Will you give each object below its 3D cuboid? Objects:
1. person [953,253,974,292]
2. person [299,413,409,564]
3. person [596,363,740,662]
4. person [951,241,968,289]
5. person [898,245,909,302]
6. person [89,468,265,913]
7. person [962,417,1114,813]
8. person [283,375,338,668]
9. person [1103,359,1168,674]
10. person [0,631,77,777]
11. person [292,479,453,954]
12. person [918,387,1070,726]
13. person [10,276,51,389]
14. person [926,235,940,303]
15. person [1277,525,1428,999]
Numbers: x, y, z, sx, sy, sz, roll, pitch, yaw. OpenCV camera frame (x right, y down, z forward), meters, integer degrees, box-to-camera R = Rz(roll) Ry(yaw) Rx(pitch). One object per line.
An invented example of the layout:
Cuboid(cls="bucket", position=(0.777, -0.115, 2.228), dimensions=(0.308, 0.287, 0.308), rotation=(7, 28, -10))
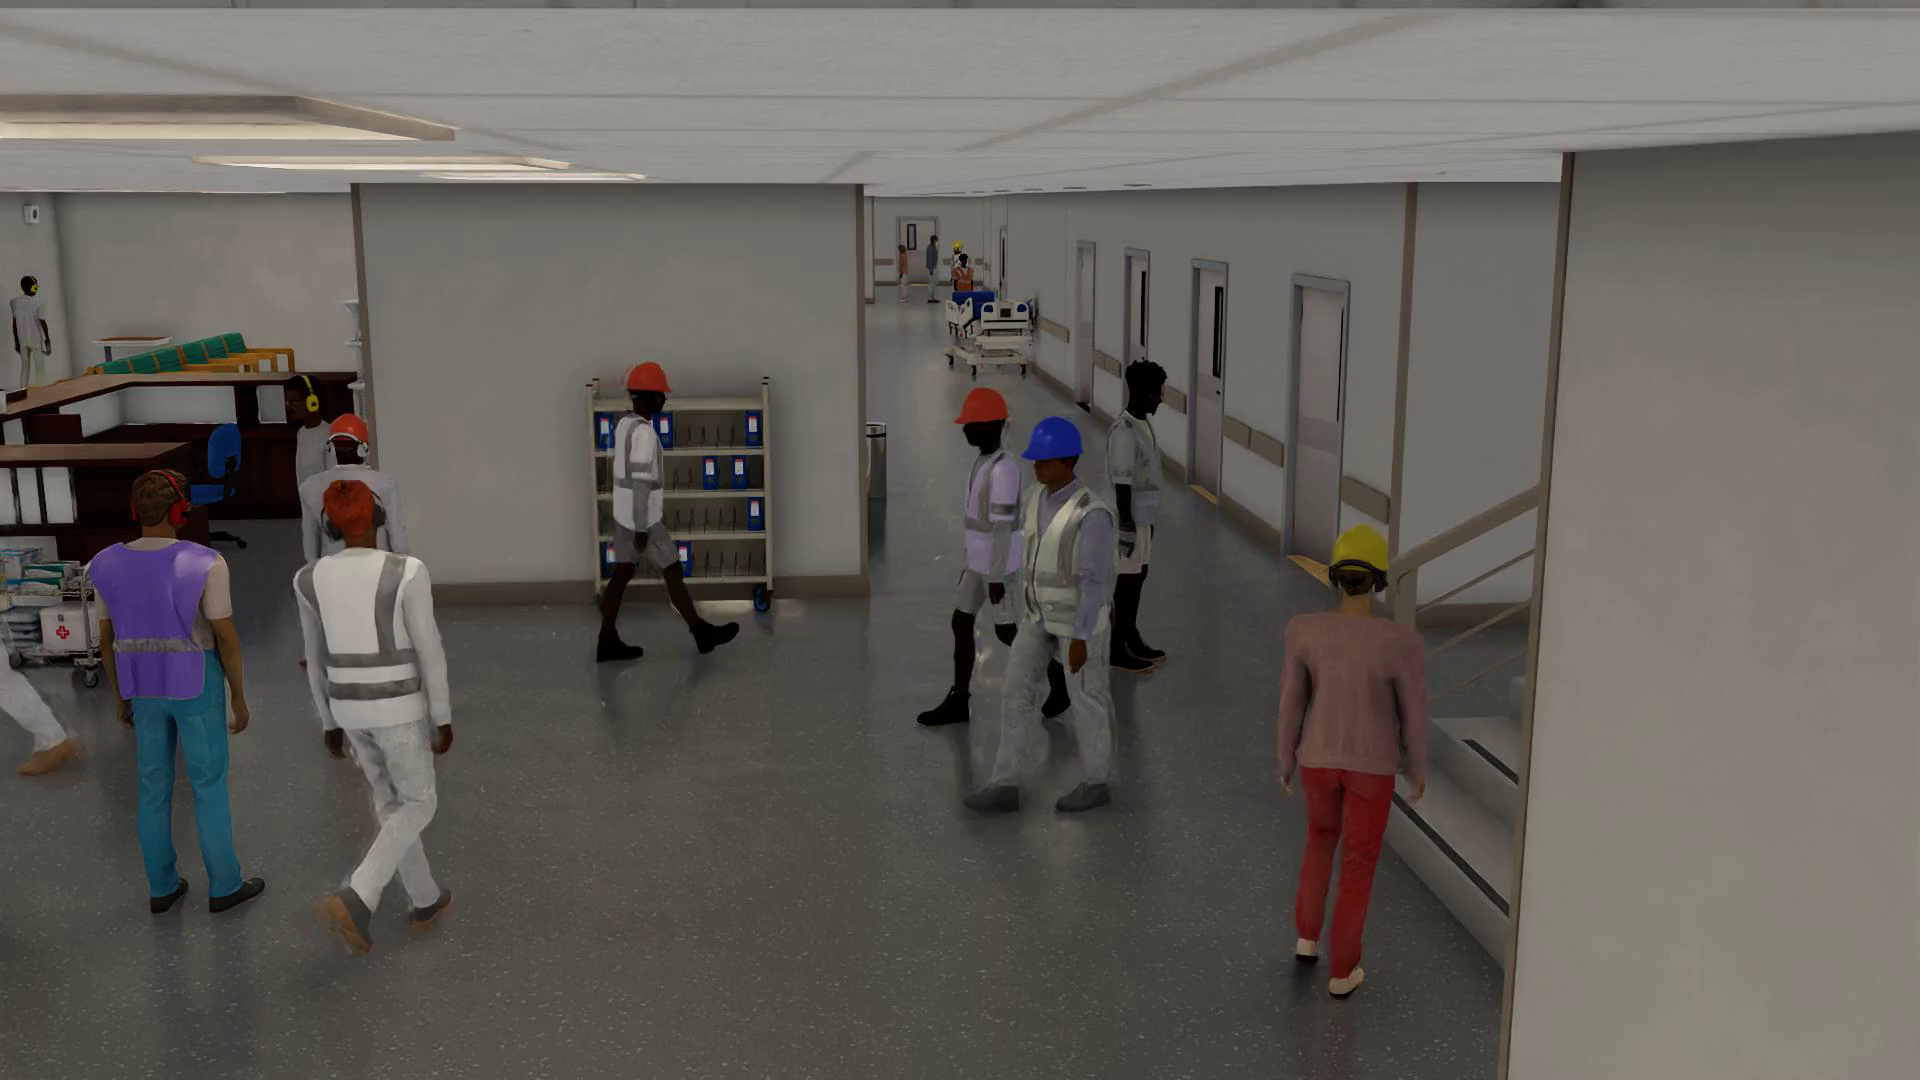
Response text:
Cuboid(cls="person", position=(0.081, -5.710, 38.110), dimensions=(0.537, 1.696, 0.317), rotation=(-6, 13, -27))
Cuboid(cls="person", position=(-3.346, 0.166, 9.266), dimensions=(0.562, 1.746, 0.335), rotation=(-1, 12, -5))
Cuboid(cls="person", position=(-1.906, -0.173, 10.575), dimensions=(0.964, 1.887, 0.565), rotation=(-6, 13, -27))
Cuboid(cls="person", position=(-0.044, -6.980, 43.979), dimensions=(0.403, 1.831, 0.595), rotation=(-10, 15, -40))
Cuboid(cls="person", position=(-1.623, -7.614, 47.561), dimensions=(0.315, 1.636, 0.514), rotation=(2, 12, 12))
Cuboid(cls="person", position=(-3.195, 0.631, 6.767), dimensions=(0.566, 1.842, 0.389), rotation=(0, 12, 2))
Cuboid(cls="person", position=(0.380, 0.385, 7.776), dimensions=(0.856, 1.913, 0.646), rotation=(-8, 14, -34))
Cuboid(cls="person", position=(-3.925, -0.090, 10.262), dimensions=(0.544, 1.861, 0.327), rotation=(11, 16, 42))
Cuboid(cls="person", position=(1.084, -0.143, 10.292), dimensions=(0.389, 1.951, 0.615), rotation=(3, 12, 16))
Cuboid(cls="person", position=(-4.953, 0.363, 8.209), dimensions=(0.646, 1.798, 0.977), rotation=(9, 15, 39))
Cuboid(cls="person", position=(-2.313, 0.696, 6.456), dimensions=(0.618, 1.843, 0.723), rotation=(3, 12, 14))
Cuboid(cls="person", position=(0.242, 0.101, 9.212), dimensions=(0.892, 1.908, 0.555), rotation=(-3, 12, -16))
Cuboid(cls="person", position=(-13.066, -2.779, 23.412), dimensions=(0.523, 1.856, 0.336), rotation=(0, 12, 2))
Cuboid(cls="person", position=(-0.779, -7.684, 47.199), dimensions=(0.381, 1.928, 0.634), rotation=(2, 12, 8))
Cuboid(cls="person", position=(1.447, 0.812, 6.121), dimensions=(0.527, 1.753, 0.447), rotation=(8, 14, 33))
